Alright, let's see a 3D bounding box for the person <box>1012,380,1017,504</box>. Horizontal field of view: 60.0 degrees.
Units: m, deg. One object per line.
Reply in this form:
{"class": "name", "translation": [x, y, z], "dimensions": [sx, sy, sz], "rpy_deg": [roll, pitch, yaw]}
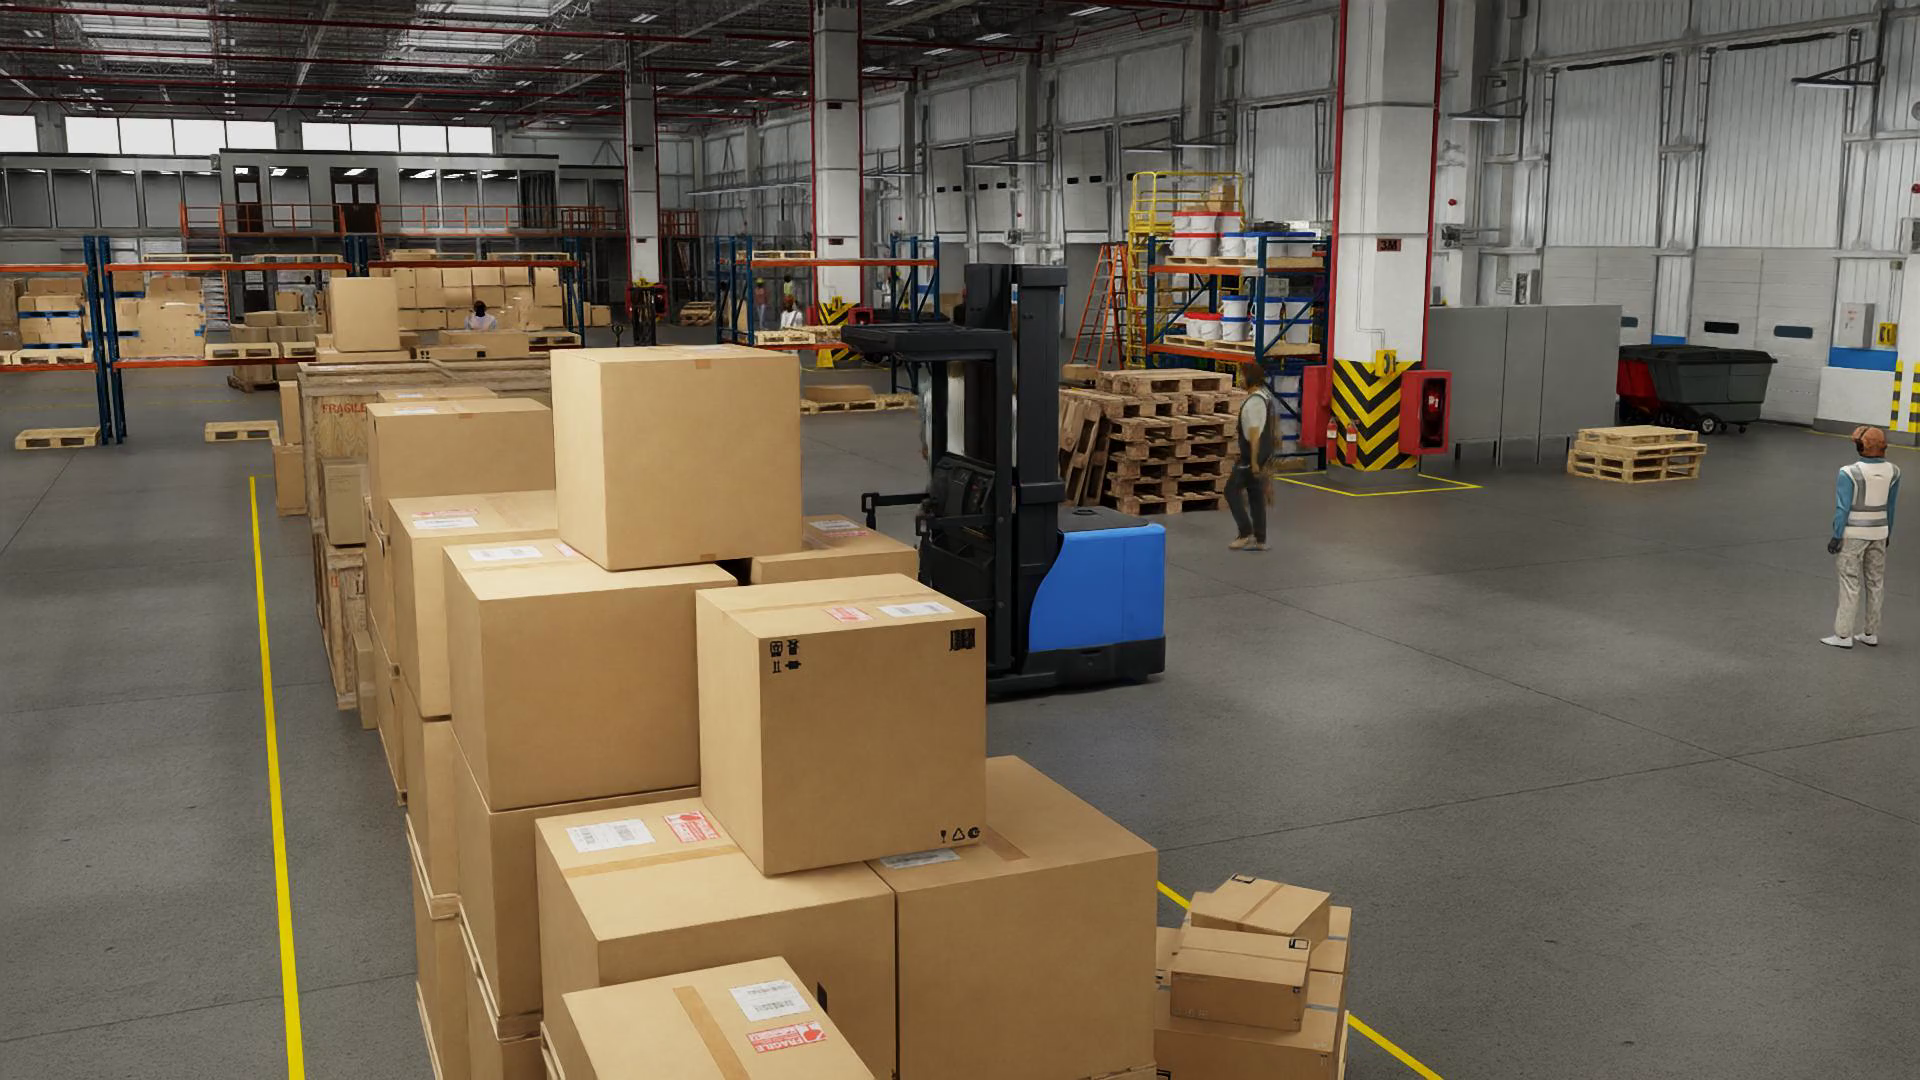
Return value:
{"class": "person", "translation": [0.451, -0.889, 16.829], "dimensions": [0.757, 1.692, 0.517], "rpy_deg": [6, 12, 29]}

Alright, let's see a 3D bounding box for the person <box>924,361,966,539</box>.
{"class": "person", "translation": [-0.033, -0.857, 16.160], "dimensions": [0.631, 1.906, 0.965], "rpy_deg": [-3, 11, -18]}

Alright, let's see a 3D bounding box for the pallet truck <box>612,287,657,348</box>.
{"class": "pallet truck", "translation": [-6.464, -4.406, 35.401], "dimensions": [0.823, 1.965, 1.885], "rpy_deg": [6, 12, 32]}

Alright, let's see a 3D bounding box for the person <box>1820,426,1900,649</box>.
{"class": "person", "translation": [6.611, -0.015, 12.192], "dimensions": [0.522, 1.639, 0.306], "rpy_deg": [-3, 11, -15]}

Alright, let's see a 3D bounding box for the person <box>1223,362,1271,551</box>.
{"class": "person", "translation": [2.756, -0.792, 15.959], "dimensions": [0.499, 1.828, 0.518], "rpy_deg": [5, 11, 25]}

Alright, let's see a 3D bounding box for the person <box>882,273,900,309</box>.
{"class": "person", "translation": [-2.250, -7.755, 54.179], "dimensions": [0.565, 1.879, 1.002], "rpy_deg": [-2, 10, -9]}

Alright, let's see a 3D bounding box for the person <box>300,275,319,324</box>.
{"class": "person", "translation": [-19.898, -7.152, 50.892], "dimensions": [0.513, 1.872, 0.328], "rpy_deg": [-3, 11, -14]}

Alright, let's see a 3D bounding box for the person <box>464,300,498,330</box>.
{"class": "person", "translation": [-9.000, -3.582, 31.298], "dimensions": [0.633, 1.840, 0.429], "rpy_deg": [-3, 11, -16]}

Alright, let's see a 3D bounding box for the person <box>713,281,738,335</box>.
{"class": "person", "translation": [-7.295, -7.212, 51.753], "dimensions": [0.761, 1.673, 0.531], "rpy_deg": [-8, 13, -36]}

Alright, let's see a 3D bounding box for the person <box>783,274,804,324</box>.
{"class": "person", "translation": [-5.749, -8.232, 57.050], "dimensions": [0.676, 1.798, 0.837], "rpy_deg": [10, 14, 43]}

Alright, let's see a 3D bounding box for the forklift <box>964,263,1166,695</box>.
{"class": "forklift", "translation": [0.363, -0.447, 11.149], "dimensions": [1.873, 2.768, 1.129], "rpy_deg": [-4, 11, -23]}

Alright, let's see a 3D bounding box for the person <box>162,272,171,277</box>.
{"class": "person", "translation": [-22.977, -6.765, 48.341], "dimensions": [0.617, 2.011, 0.697], "rpy_deg": [-7, 12, -32]}

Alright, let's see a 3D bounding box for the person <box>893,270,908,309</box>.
{"class": "person", "translation": [-2.156, -8.565, 58.650], "dimensions": [0.607, 1.882, 0.975], "rpy_deg": [-6, 12, -28]}

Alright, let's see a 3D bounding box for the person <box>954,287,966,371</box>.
{"class": "person", "translation": [0.125, -4.395, 35.406], "dimensions": [0.625, 1.972, 0.840], "rpy_deg": [6, 12, 31]}

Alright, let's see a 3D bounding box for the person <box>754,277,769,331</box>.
{"class": "person", "translation": [-6.382, -7.621, 53.793], "dimensions": [0.541, 1.747, 0.663], "rpy_deg": [6, 12, 28]}

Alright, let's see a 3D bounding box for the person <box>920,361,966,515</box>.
{"class": "person", "translation": [-0.146, -1.009, 16.936], "dimensions": [0.639, 1.916, 0.755], "rpy_deg": [-5, 11, -24]}

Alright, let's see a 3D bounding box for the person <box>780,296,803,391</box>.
{"class": "person", "translation": [-3.322, -3.851, 32.663], "dimensions": [0.574, 1.881, 0.357], "rpy_deg": [9, 13, 40]}
